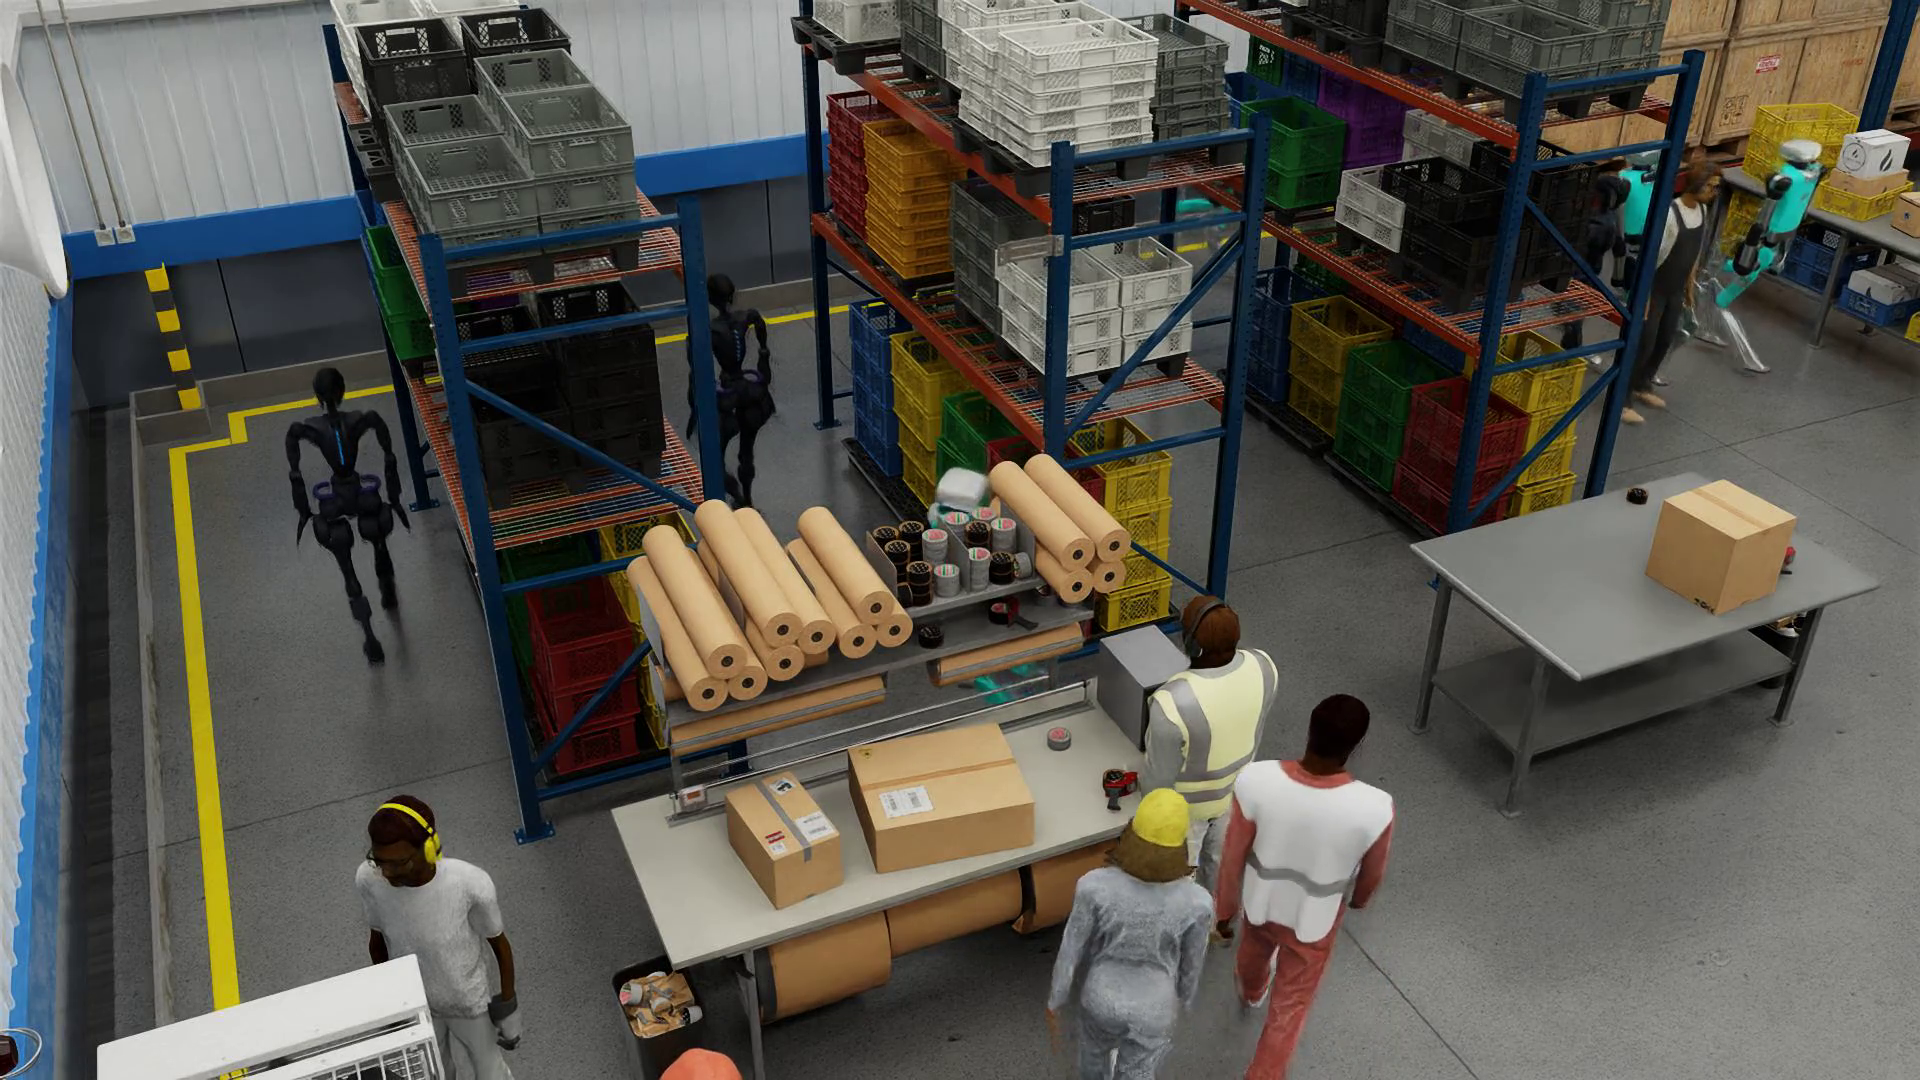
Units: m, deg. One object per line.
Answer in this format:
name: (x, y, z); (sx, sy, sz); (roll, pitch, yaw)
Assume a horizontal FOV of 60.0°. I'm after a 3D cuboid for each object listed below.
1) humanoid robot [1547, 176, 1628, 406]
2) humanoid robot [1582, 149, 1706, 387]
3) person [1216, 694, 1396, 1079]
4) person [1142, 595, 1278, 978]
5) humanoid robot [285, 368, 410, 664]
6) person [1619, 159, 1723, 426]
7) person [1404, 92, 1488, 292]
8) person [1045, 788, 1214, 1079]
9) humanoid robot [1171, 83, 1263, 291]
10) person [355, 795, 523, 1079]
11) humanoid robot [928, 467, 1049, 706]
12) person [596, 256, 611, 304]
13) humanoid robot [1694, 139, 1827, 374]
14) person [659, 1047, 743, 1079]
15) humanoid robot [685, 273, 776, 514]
humanoid robot: (4.253, -1.713, 11.415); (0.366, 1.644, 0.611); (20, 37, 29)
humanoid robot: (4.818, -1.829, 11.533); (0.535, 1.724, 0.965); (-23, 38, -32)
person: (1.301, 1.327, 6.296); (0.583, 1.862, 0.978); (15, 35, 22)
person: (0.960, 1.015, 6.823); (0.626, 1.844, 0.429); (-22, 38, -31)
humanoid robot: (-3.305, -0.189, 8.974); (0.586, 1.628, 0.757); (-14, 34, -21)
person: (4.732, -1.673, 11.198); (0.536, 1.831, 0.349); (-20, 37, -29)
person: (3.773, -2.875, 13.048); (0.542, 1.939, 0.360); (12, 34, 19)
person: (0.593, 1.624, 5.969); (0.559, 1.681, 0.773); (4, 32, 7)
humanoid robot: (1.984, -2.826, 13.227); (1.076, 1.783, 0.546); (22, 38, 31)
person: (-1.791, 1.625, 5.806); (0.526, 1.869, 0.311); (4, 32, 6)
humanoid robot: (0.218, 0.524, 7.809); (0.701, 1.889, 0.560); (4, 32, 6)
person: (-2.720, -2.104, 11.895); (0.384, 1.836, 0.566); (21, 37, 30)
humanoid robot: (5.621, -2.067, 11.914); (0.548, 1.740, 0.952); (-18, 36, -27)
person: (-0.661, 2.196, 4.715); (0.606, 2.044, 0.372); (-20, 37, -29)
humanoid robot: (-1.320, -0.802, 9.929); (0.603, 1.636, 0.516); (-20, 37, -30)
